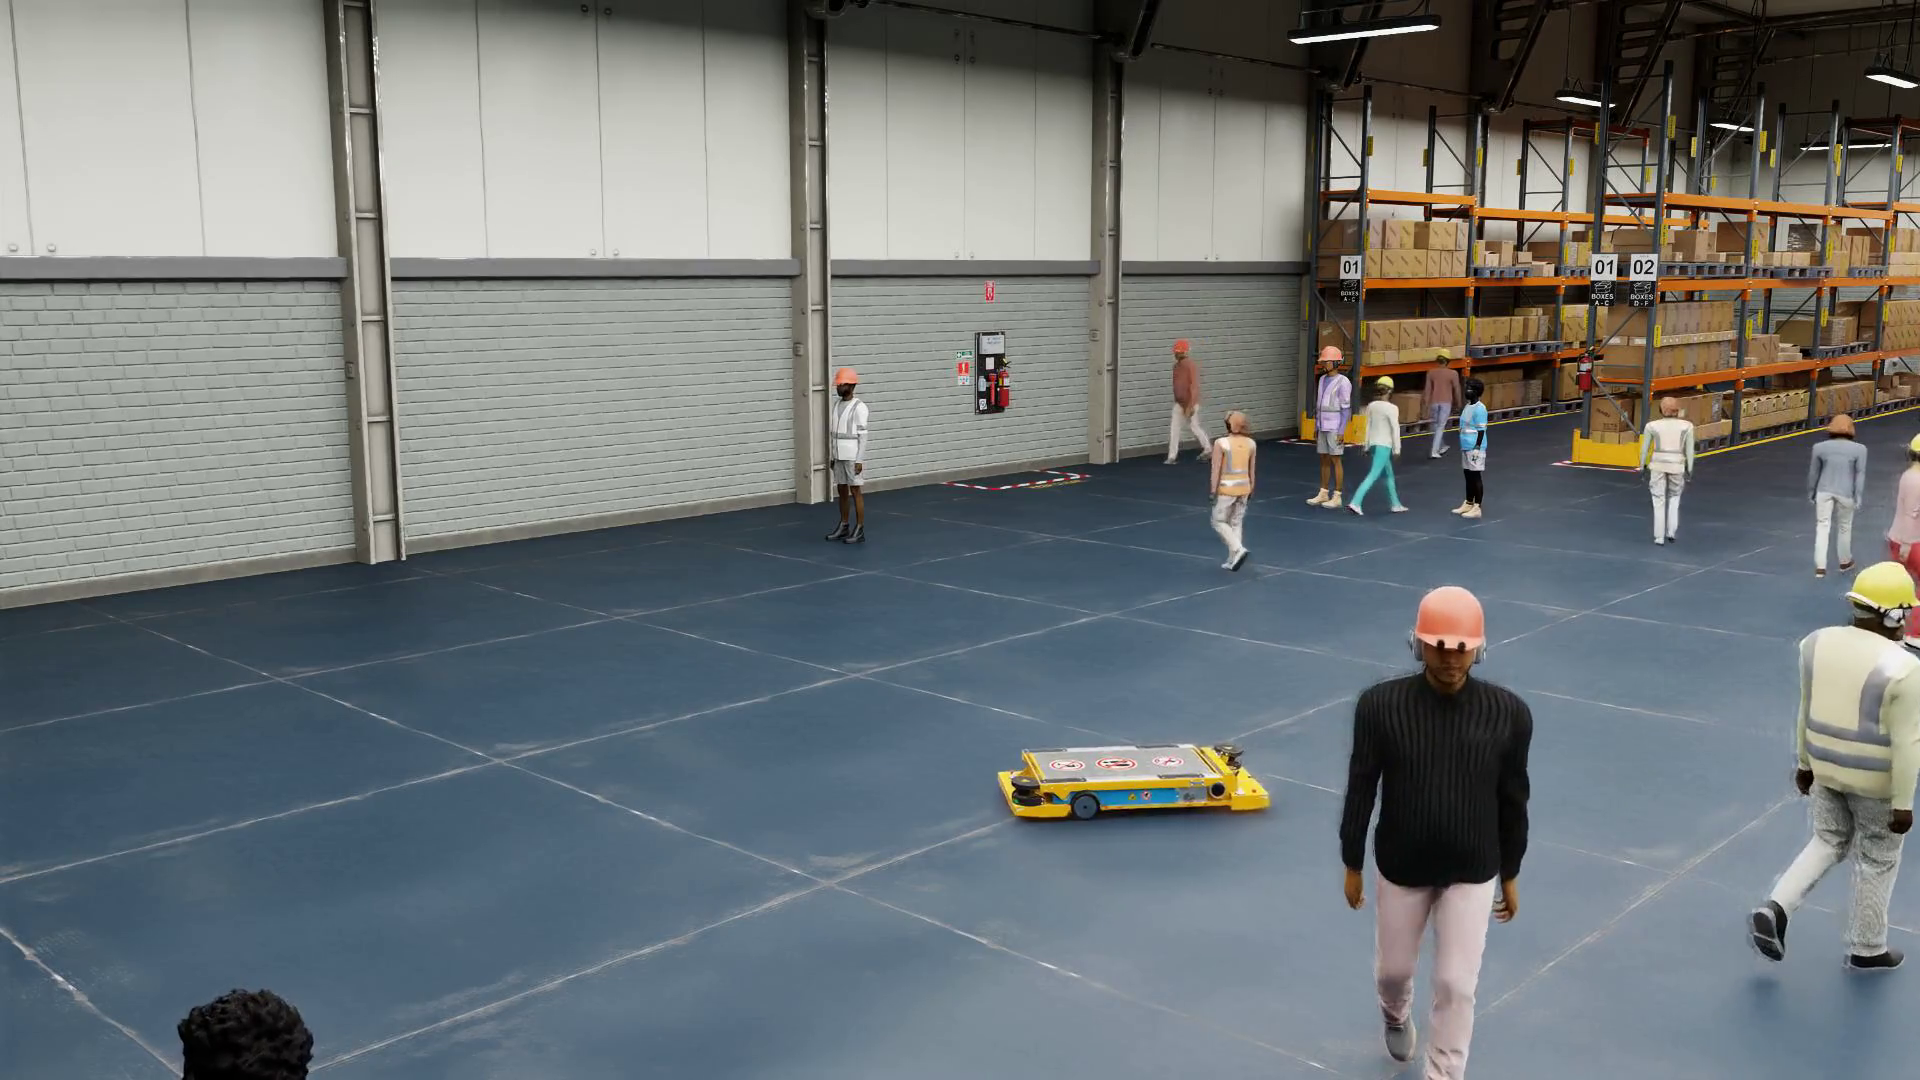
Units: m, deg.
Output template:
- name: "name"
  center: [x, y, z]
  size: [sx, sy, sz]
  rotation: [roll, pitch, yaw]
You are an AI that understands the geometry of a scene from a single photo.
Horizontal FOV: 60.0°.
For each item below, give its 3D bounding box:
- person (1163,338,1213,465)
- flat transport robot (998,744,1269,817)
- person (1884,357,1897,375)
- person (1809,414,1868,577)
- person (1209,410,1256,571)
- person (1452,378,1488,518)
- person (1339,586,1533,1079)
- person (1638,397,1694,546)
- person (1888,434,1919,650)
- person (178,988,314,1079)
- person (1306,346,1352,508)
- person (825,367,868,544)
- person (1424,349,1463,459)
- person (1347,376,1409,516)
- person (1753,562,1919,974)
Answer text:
- name: "person"
  center: [3.544, -2.136, 25.668]
  size: [0.887, 1.957, 0.617]
  rotation: [-6, 11, -33]
- name: "flat transport robot"
  center: [0.968, 1.358, 9.458]
  size: [1.431, 0.197, 0.652]
  rotation: [-1, 9, -7]
- name: "person"
  center: [21.353, -4.164, 38.292]
  size: [0.534, 1.852, 0.718]
  rotation: [0, 9, 3]
- name: "person"
  center: [8.667, -0.450, 16.448]
  size: [0.509, 1.587, 0.768]
  rotation: [7, 12, 36]
- name: "person"
  center: [2.726, -0.468, 16.466]
  size: [0.528, 1.622, 0.462]
  rotation: [-5, 11, -28]
- name: "person"
  center: [6.220, -1.117, 20.211]
  size: [0.317, 1.696, 0.537]
  rotation: [-1, 9, -3]
- name: "person"
  center: [1.662, 1.101, 5.863]
  size: [0.634, 1.973, 0.839]
  rotation: [2, 10, 14]
- name: "person"
  center: [7.743, -0.765, 18.271]
  size: [0.554, 1.613, 0.616]
  rotation: [3, 10, 16]
- name: "person"
  center: [7.594, 0.018, 13.148]
  size: [0.613, 1.747, 0.528]
  rotation: [3, 10, 20]
- name: "person"
  center: [-1.305, 1.669, 3.216]
  size: [0.319, 1.698, 0.538]
  rotation: [-8, 12, -40]
- name: "person"
  center: [4.666, -1.422, 21.015]
  size: [0.375, 2.044, 0.604]
  rotation: [-4, 10, -23]
- name: "person"
  center: [-1.250, -0.922, 18.328]
  size: [0.396, 1.941, 0.551]
  rotation: [-9, 13, -43]
- name: "person"
  center: [7.737, -2.175, 26.577]
  size: [0.526, 1.724, 0.894]
  rotation: [8, 12, 41]
- name: "person"
  center: [5.137, -1.150, 20.375]
  size: [0.937, 1.713, 0.547]
  rotation: [-4, 10, -22]
- name: "person"
  center: [3.766, 0.984, 7.048]
  size: [0.654, 1.810, 0.602]
  rotation: [-4, 10, -21]
